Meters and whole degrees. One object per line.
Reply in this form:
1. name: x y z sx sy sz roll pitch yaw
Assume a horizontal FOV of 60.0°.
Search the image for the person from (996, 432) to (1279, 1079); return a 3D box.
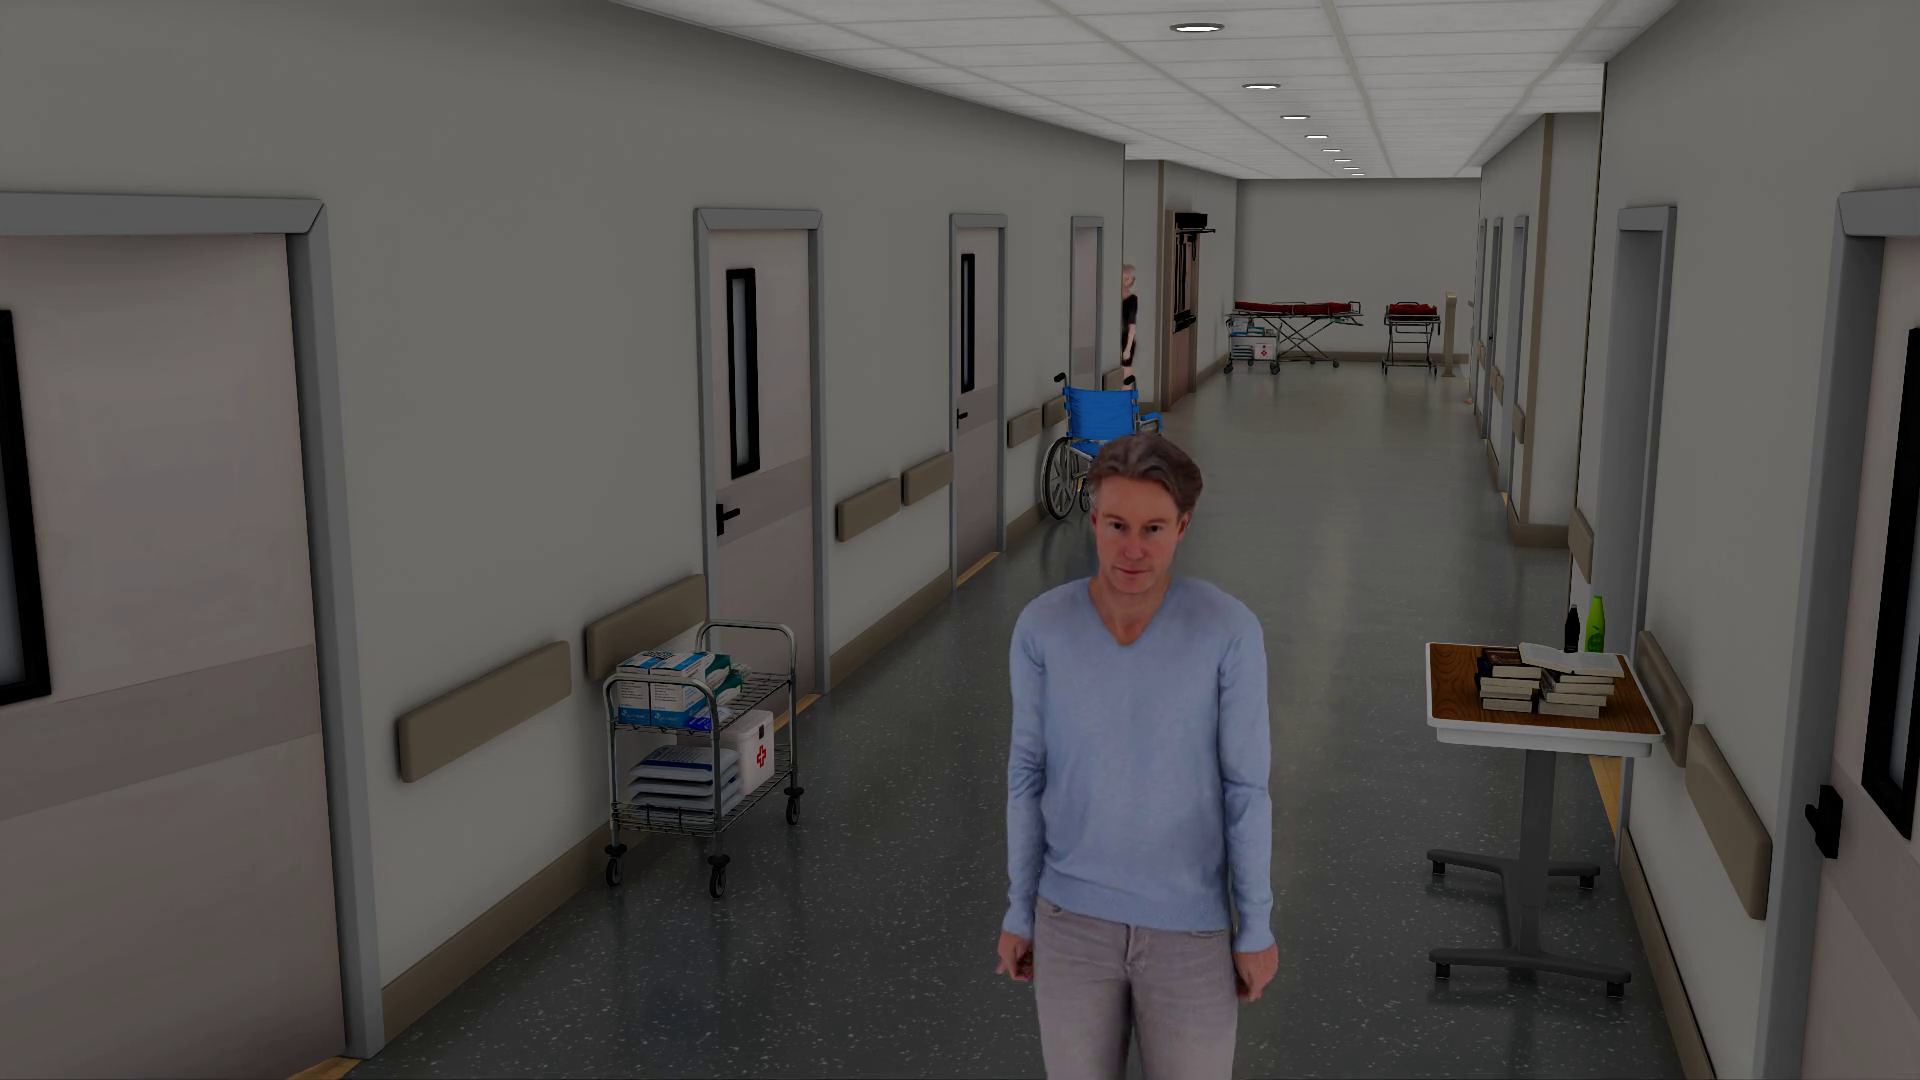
1. person: 0.358 0.716 3.216 0.708 1.876 0.908 4 11 18
